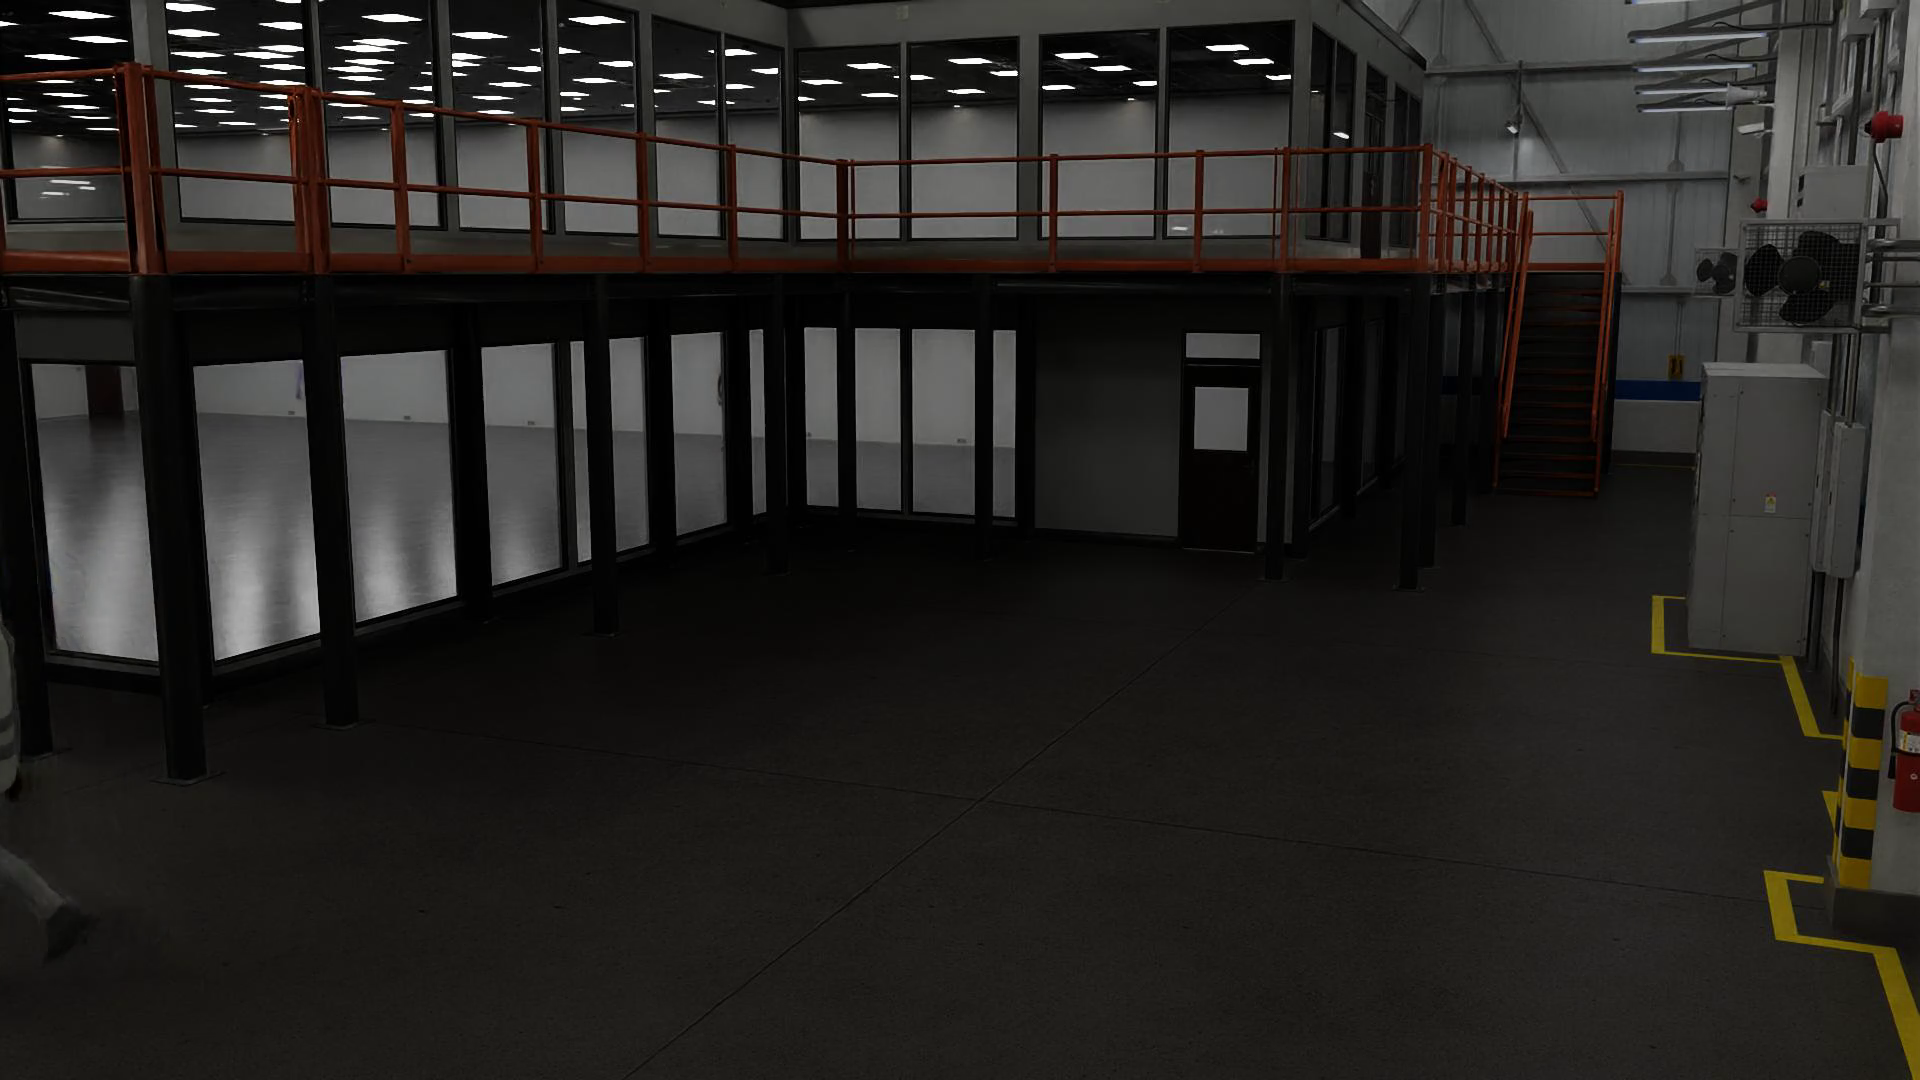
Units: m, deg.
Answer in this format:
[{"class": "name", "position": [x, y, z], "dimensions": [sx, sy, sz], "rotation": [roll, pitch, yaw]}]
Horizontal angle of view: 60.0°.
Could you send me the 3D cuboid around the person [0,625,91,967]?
[{"class": "person", "position": [-4.097, 0.983, 6.939], "dimensions": [0.550, 1.934, 0.613], "rotation": [-1, 9, -4]}]
